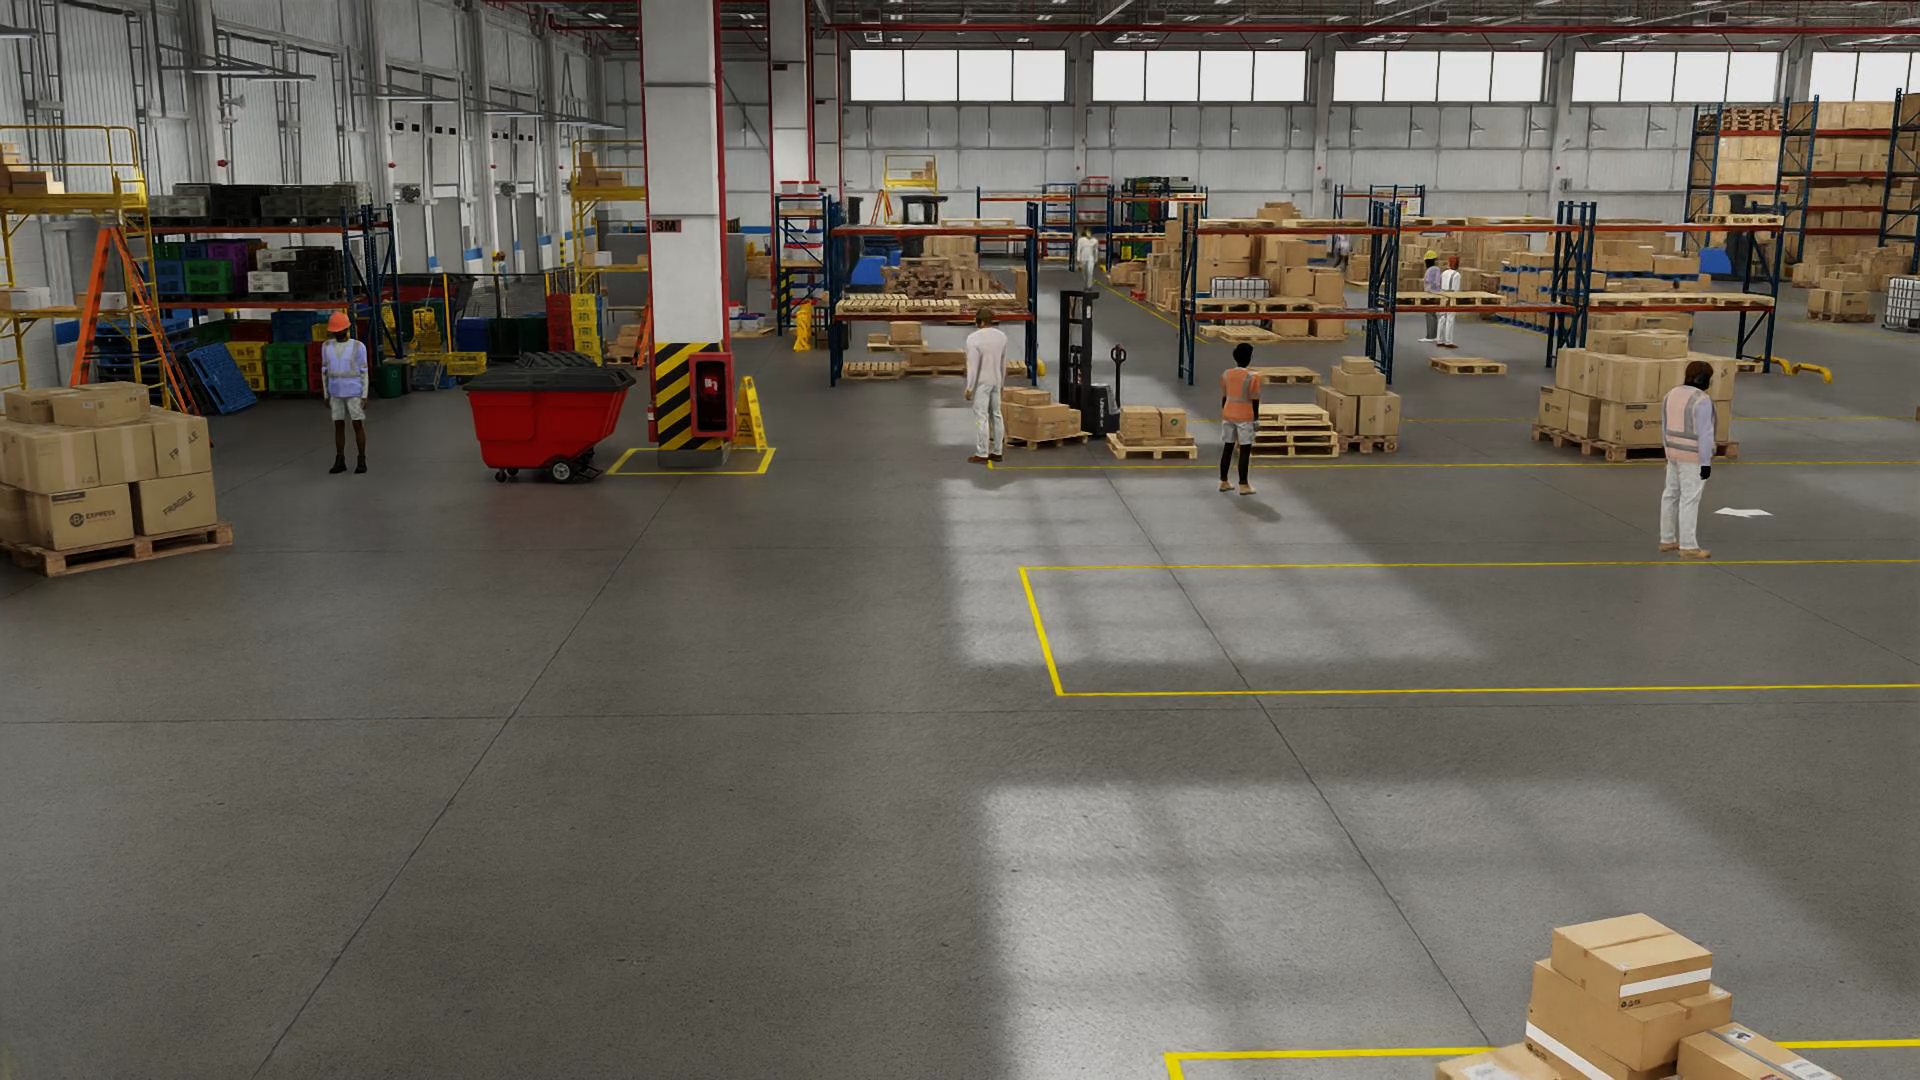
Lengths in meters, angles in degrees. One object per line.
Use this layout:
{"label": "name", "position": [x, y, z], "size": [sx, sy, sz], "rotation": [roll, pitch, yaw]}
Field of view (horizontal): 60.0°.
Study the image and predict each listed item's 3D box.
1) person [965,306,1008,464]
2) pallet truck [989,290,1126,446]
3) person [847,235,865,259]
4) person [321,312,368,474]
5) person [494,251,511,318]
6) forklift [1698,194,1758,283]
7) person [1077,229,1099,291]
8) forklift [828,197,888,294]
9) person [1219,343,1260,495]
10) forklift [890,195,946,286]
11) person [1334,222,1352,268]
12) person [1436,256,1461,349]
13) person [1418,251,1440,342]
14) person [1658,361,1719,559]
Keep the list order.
{"label": "person", "position": [0.312, -1.897, 20.430], "size": [0.629, 1.939, 0.374], "rotation": [-11, 17, -41]}
{"label": "pallet truck", "position": [1.257, -2.299, 22.111], "size": [1.885, 1.965, 0.823], "rotation": [-9, 15, -35]}
{"label": "person", "position": [-3.426, -9.340, 54.084], "size": [0.641, 1.926, 0.598], "rotation": [-6, 14, -27]}
{"label": "person", "position": [-7.305, -1.745, 19.759], "size": [0.543, 1.933, 0.369], "rotation": [0, 12, 0]}
{"label": "person", "position": [-11.265, -6.262, 40.843], "size": [0.313, 1.634, 0.515], "rotation": [-10, 16, -39]}
{"label": "forklift", "position": [24.992, -9.742, 53.708], "size": [1.873, 2.768, 1.129], "rotation": [9, 15, 35]}
{"label": "person", "position": [3.825, -8.372, 49.811], "size": [0.638, 1.891, 1.040], "rotation": [2, 13, 7]}
{"label": "forklift", "position": [-3.061, -8.629, 48.682], "size": [1.873, 2.768, 1.129], "rotation": [0, 12, -2]}
{"label": "person", "position": [3.117, -1.350, 18.537], "size": [0.321, 1.694, 0.535], "rotation": [-11, 16, -40]}
{"label": "forklift", "position": [-1.333, -9.311, 51.759], "size": [1.129, 2.768, 1.873], "rotation": [-7, 14, -29]}
{"label": "person", "position": [13.703, -10.470, 59.292], "size": [1.014, 1.883, 0.569], "rotation": [-5, 13, -21]}
{"label": "person", "position": [9.948, -4.820, 33.780], "size": [0.355, 1.876, 0.574], "rotation": [-4, 13, -19]}
{"label": "person", "position": [9.923, -5.137, 35.120], "size": [0.399, 1.919, 0.581], "rotation": [7, 14, 30]}
{"label": "person", "position": [6.796, -0.752, 15.499], "size": [0.429, 1.838, 0.621], "rotation": [-3, 13, -12]}
